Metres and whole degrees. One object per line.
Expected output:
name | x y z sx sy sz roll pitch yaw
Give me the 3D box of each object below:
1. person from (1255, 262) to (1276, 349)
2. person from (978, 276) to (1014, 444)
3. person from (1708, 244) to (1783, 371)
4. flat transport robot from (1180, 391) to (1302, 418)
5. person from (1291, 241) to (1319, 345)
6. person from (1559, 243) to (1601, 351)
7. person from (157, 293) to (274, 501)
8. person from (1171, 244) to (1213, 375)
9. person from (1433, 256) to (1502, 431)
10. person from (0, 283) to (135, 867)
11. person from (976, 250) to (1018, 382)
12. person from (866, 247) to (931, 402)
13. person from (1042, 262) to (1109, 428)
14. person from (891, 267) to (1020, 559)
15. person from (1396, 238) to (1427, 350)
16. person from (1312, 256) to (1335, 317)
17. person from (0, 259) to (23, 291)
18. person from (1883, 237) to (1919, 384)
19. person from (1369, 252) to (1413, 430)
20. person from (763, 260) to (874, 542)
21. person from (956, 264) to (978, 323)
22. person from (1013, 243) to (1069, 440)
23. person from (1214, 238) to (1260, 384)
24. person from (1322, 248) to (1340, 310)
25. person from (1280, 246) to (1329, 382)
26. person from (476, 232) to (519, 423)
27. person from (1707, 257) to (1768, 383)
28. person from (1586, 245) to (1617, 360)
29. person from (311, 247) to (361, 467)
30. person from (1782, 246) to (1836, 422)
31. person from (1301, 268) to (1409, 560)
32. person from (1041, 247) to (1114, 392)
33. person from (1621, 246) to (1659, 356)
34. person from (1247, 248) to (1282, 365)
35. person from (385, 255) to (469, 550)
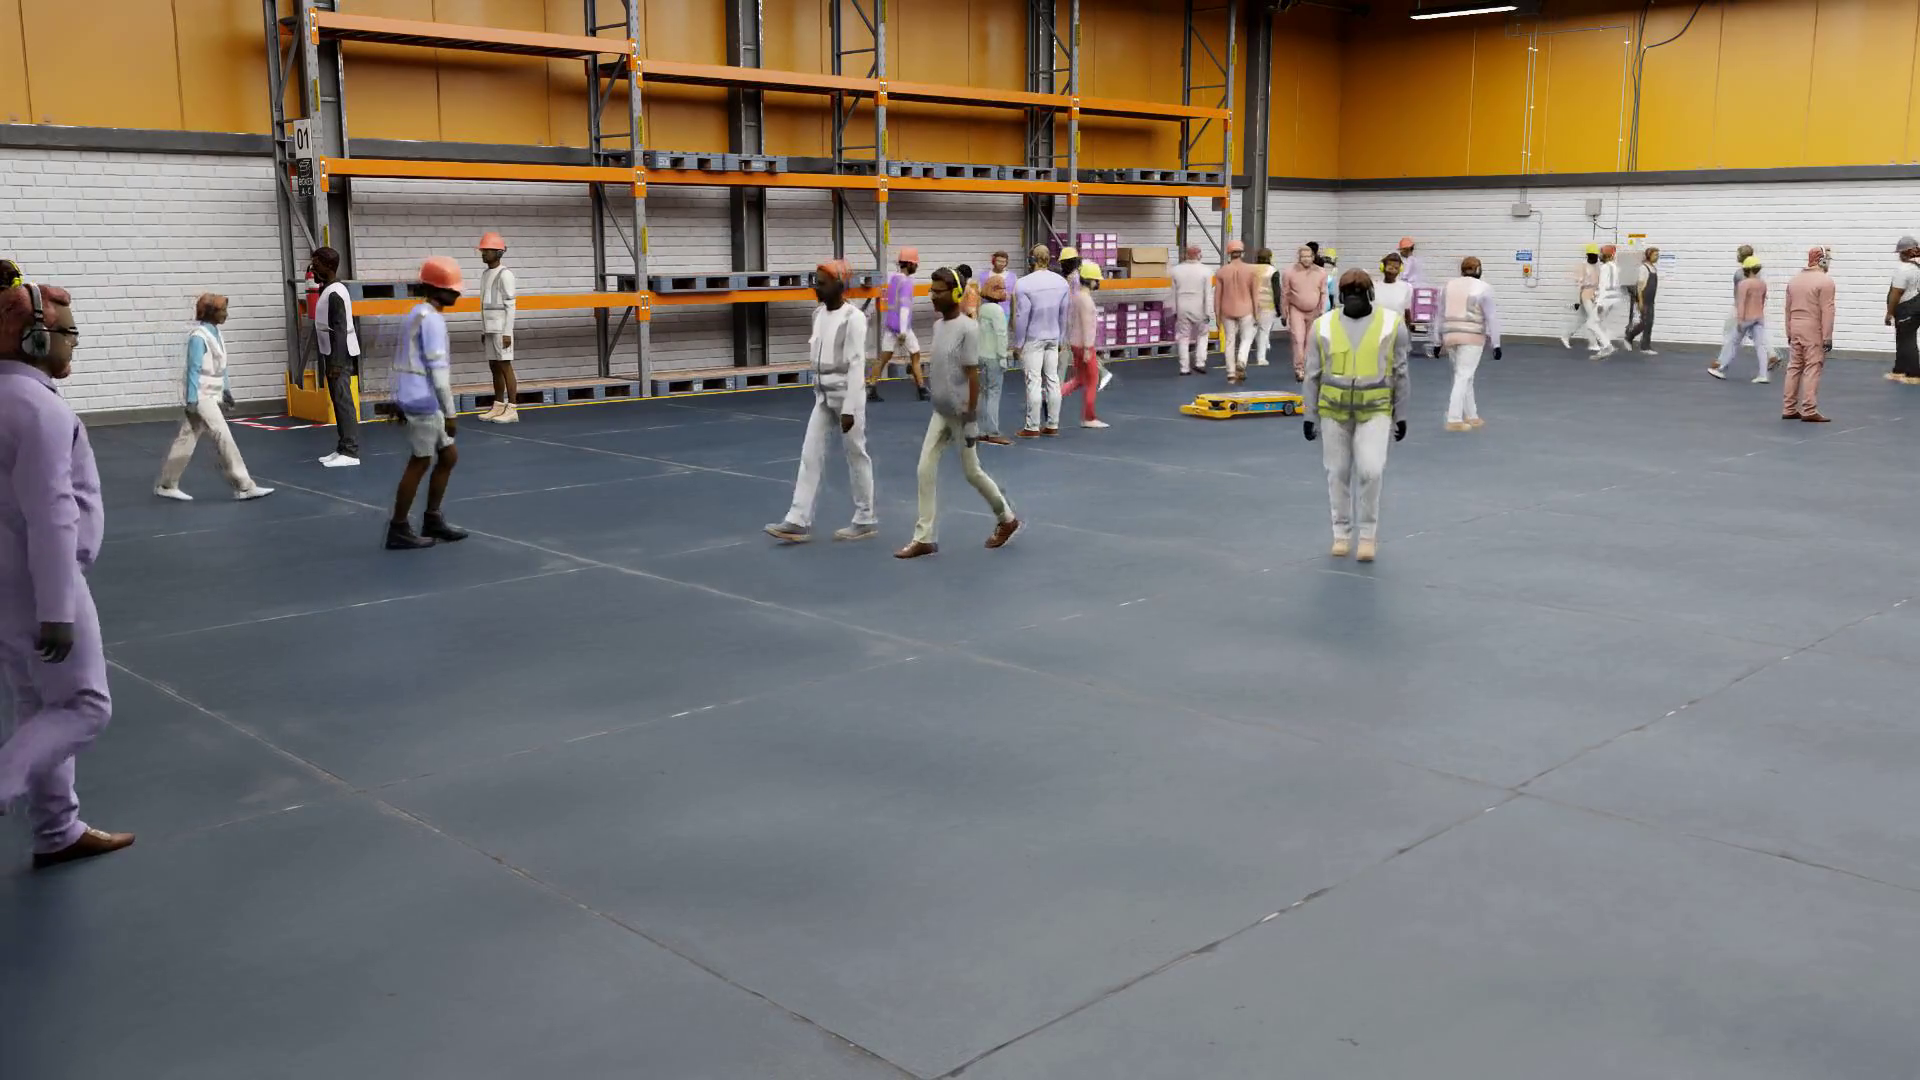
person | 5.304 -4.151 29.025 0.512 1.723 0.403 0 10 0
person | 0.332 -1.746 16.176 0.278 1.634 0.497 -4 11 -21
person | 11.780 -3.458 24.809 0.637 1.906 0.964 -9 13 -39
flat transport robot | 3.262 -1.542 18.779 1.431 0.197 0.652 -6 12 -27
person | 6.606 -4.494 30.403 0.928 1.921 0.669 4 11 21
person | 11.035 -4.300 29.396 0.588 1.896 0.900 -9 14 -41
person | -5.741 -1.072 12.634 0.865 1.588 0.516 -2 11 -13
person | 3.382 -3.327 24.121 0.647 1.889 0.584 5 11 25
person | 5.316 -2.036 17.301 0.779 1.791 0.725 -7 13 -35
person | -2.917 0.159 5.109 0.675 1.884 0.594 8 13 37
person | 0.521 -3.088 22.992 0.587 1.814 0.453 0 10 2
person | -0.741 -2.591 20.164 1.002 1.886 0.586 -5 11 -24
person | 1.234 -2.030 17.420 0.623 1.739 0.532 -2 11 -10
person | 0.010 -0.810 10.556 0.928 1.835 0.537 -7 13 -35
person | 8.127 -4.380 29.667 1.067 1.984 0.661 5 12 26
person | 5.664 -3.652 26.406 0.553 1.682 0.371 1 10 8
person | -6.694 -1.040 11.731 0.532 1.855 0.347 -2 11 -12
person | 12.896 -3.161 22.783 0.701 2.000 0.811 -6 12 -28
person | 4.440 -2.064 17.334 0.576 1.839 0.651 2 11 9
person | -0.909 -0.881 10.850 0.869 1.850 0.606 -9 13 -39
person | 0.044 -2.692 21.256 0.321 1.669 0.661 -3 11 -17
person | 0.787 -1.966 16.545 0.631 1.940 0.372 -8 13 -35
person | 3.756 -3.103 22.619 0.626 1.979 0.529 2 11 11
person | 6.497 -4.318 29.757 0.744 1.802 0.605 -6 12 -28
person | 4.808 -3.131 23.083 0.631 1.865 0.860 -1 10 -6
person | -5.027 -2.288 18.003 0.361 2.047 0.614 -9 14 -41
person | 10.852 -3.036 22.975 0.548 1.720 0.903 -4 11 -21
person | 10.405 -3.836 26.928 0.417 1.868 0.609 7 13 34
person | -5.495 -1.610 14.656 0.388 1.920 0.586 -5 11 -25
person | 9.297 -2.243 18.143 0.403 1.906 0.652 -2 11 -12
person | 2.443 -0.773 10.366 0.651 1.816 0.609 4 11 19
person | 1.545 -2.853 21.555 0.920 1.885 0.595 0 10 -2
person | 11.543 -4.022 28.036 0.528 1.835 0.510 -9 14 -40
person | 4.692 -3.626 25.923 0.638 1.825 0.458 10 14 42
person | -3.443 -0.873 10.700 0.651 1.887 0.558 -4 11 -21
